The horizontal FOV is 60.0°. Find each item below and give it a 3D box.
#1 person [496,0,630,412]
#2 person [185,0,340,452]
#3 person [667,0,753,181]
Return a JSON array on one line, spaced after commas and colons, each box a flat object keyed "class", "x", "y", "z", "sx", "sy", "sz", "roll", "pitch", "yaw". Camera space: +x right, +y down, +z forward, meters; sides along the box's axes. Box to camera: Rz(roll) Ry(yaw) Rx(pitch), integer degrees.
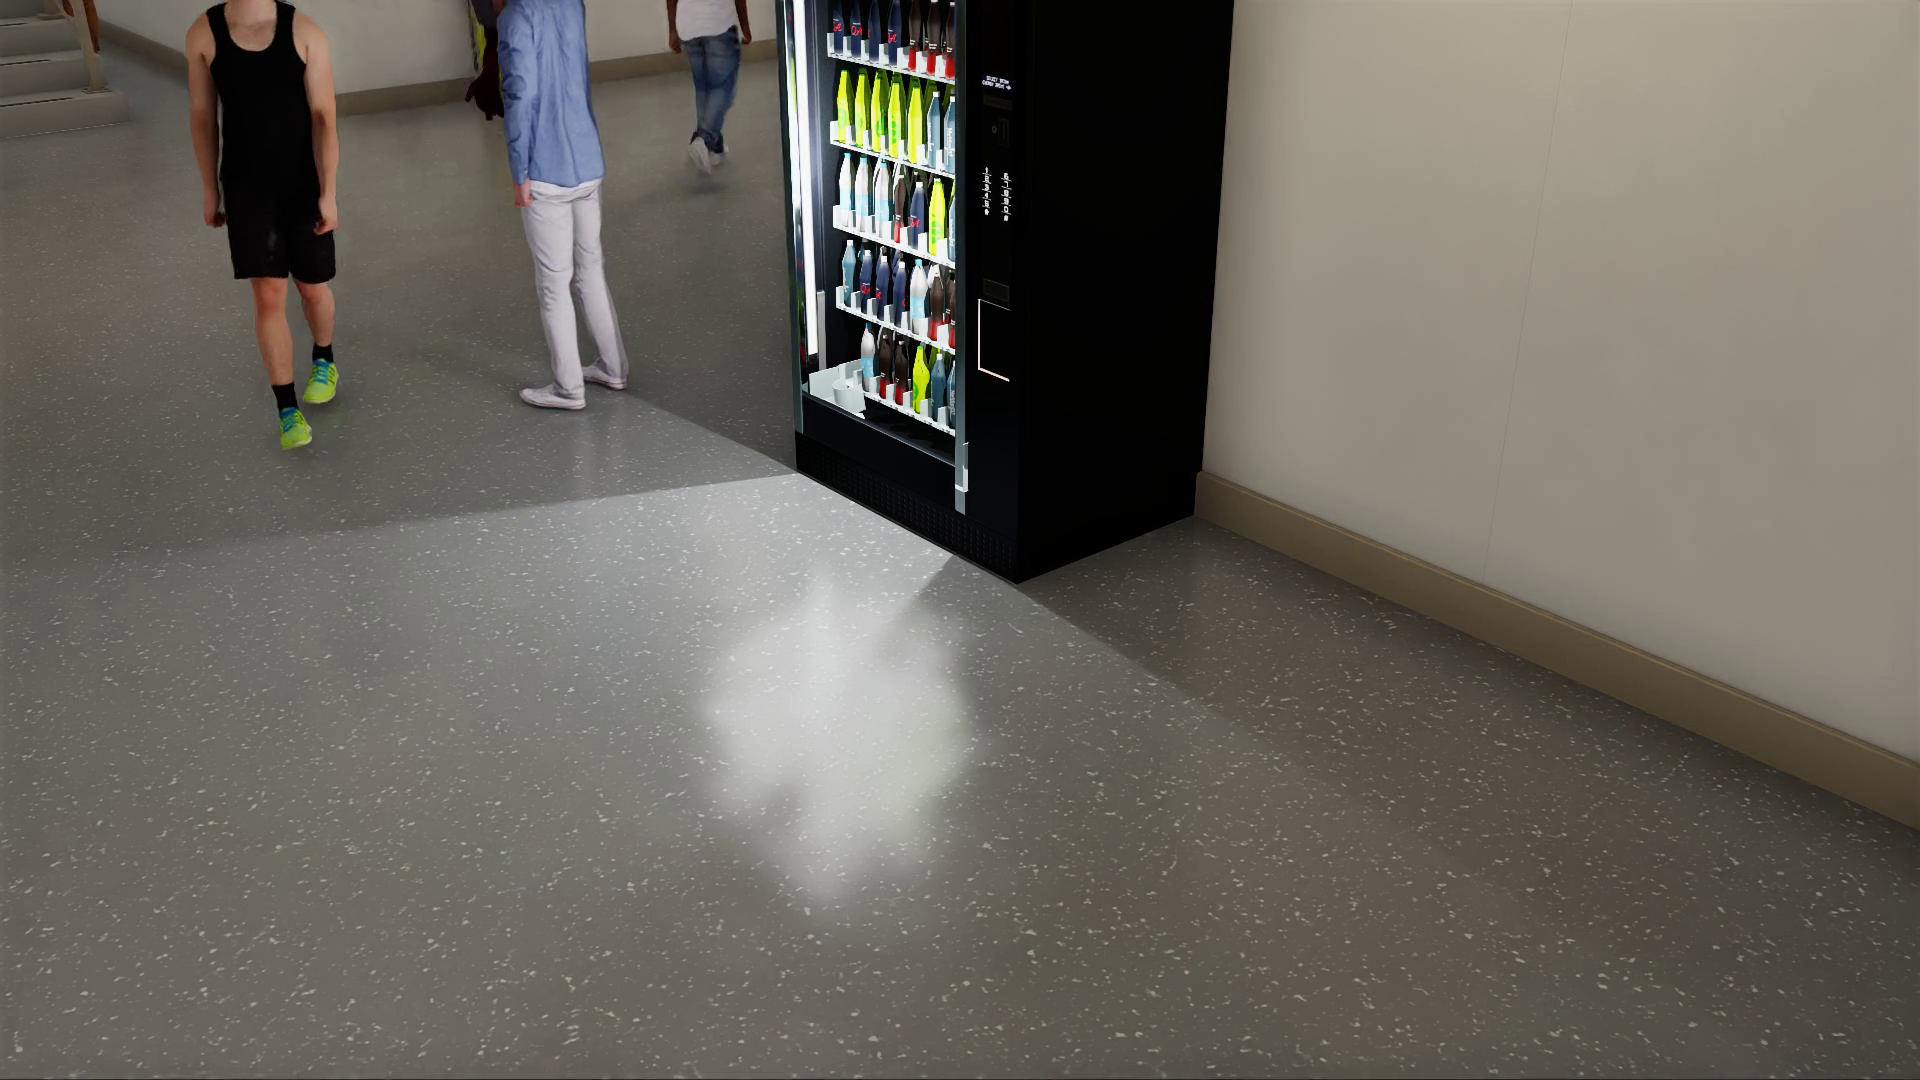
[{"class": "person", "x": -1.537, "y": -1.436, "z": 6.371, "sx": 0.717, "sy": 1.883, "sz": 0.722, "roll": 11, "pitch": 28, "yaw": 21}, {"class": "person", "x": -2.505, "y": -1.322, "z": 6.172, "sx": 0.967, "sy": 1.851, "sz": 1.177, "roll": -5, "pitch": 26, "yaw": -11}, {"class": "person", "x": -1.509, "y": -3.029, "z": 9.784, "sx": 1.134, "sy": 1.787, "sz": 1.099, "roll": 6, "pitch": 26, "yaw": 13}]
